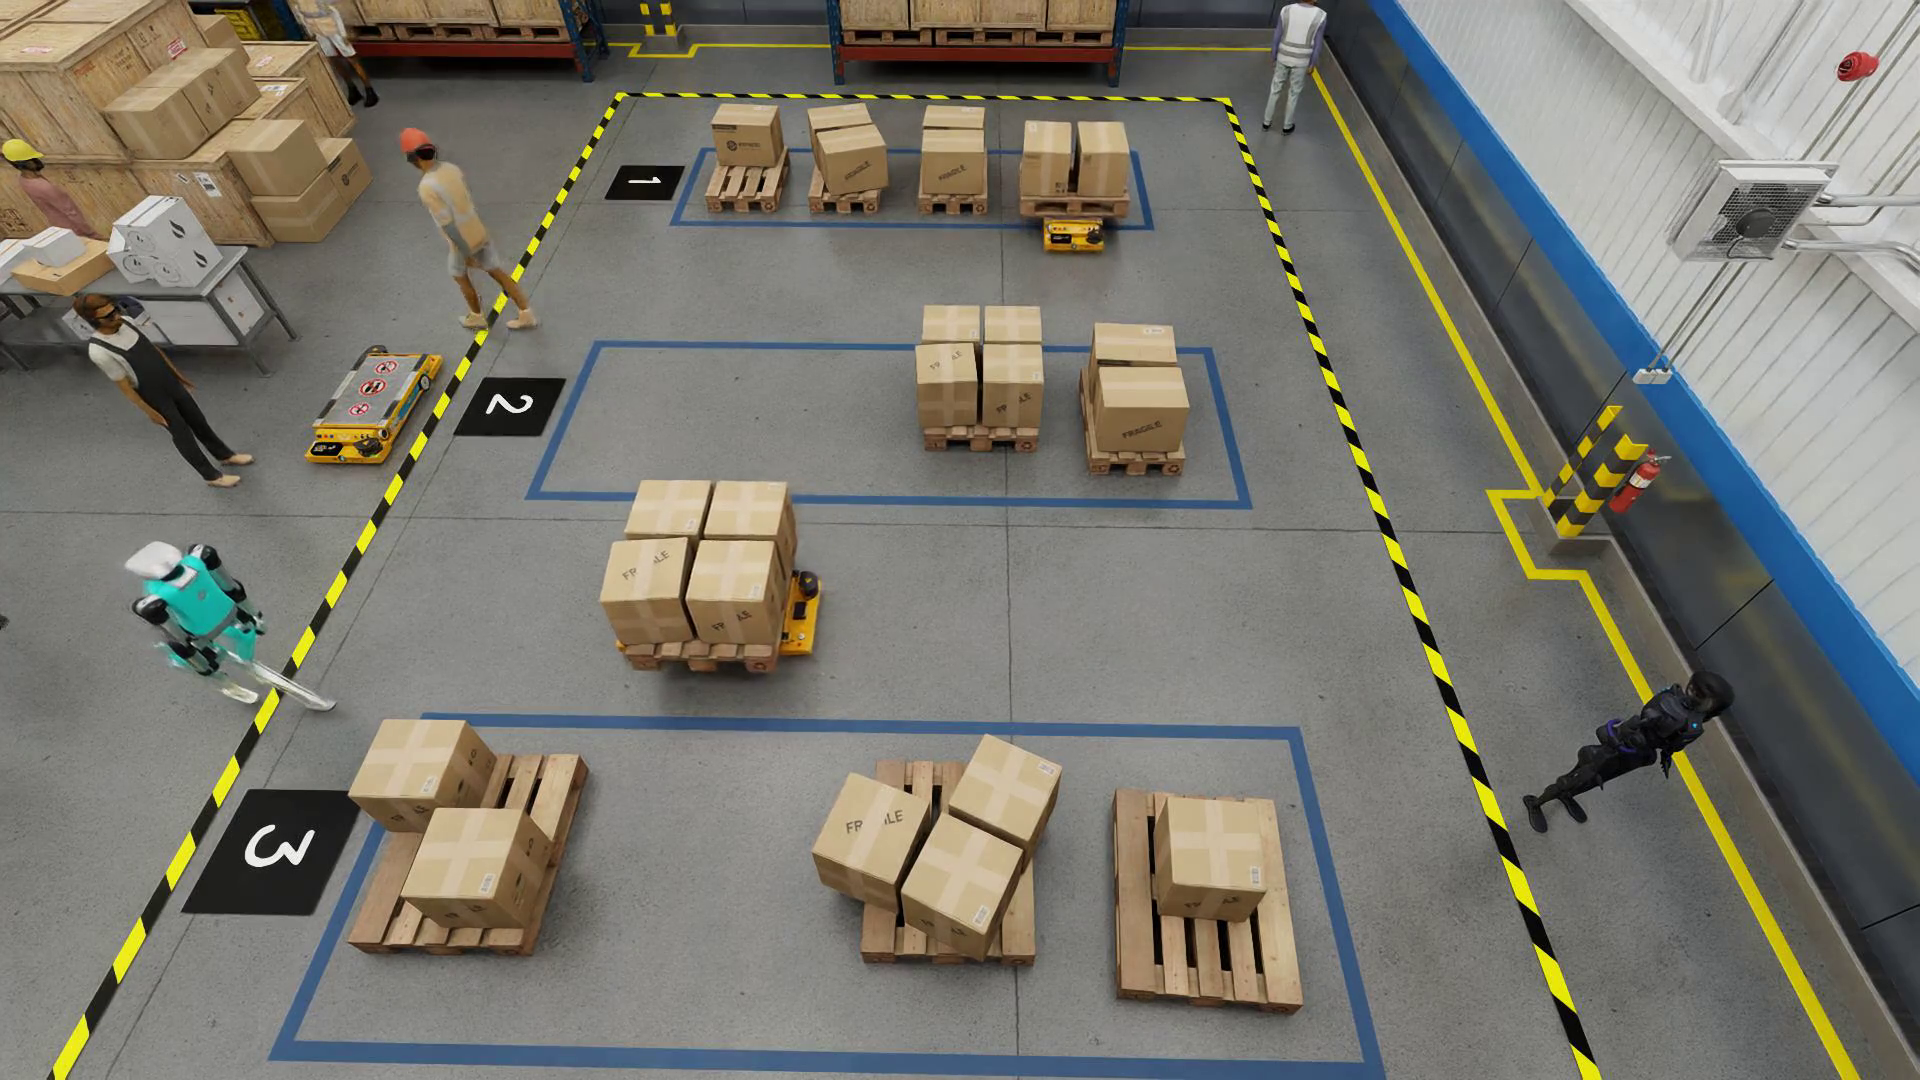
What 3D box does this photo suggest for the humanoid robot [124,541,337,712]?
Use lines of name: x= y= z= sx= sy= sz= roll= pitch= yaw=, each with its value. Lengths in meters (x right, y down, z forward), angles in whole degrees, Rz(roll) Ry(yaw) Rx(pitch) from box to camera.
humanoid robot: x=-4.886 y=0.607 z=5.913 sx=1.033 sy=1.743 sz=0.541 roll=9 pitch=50 yaw=8

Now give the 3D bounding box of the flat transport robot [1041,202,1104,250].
flat transport robot: x=1.279 y=-3.828 z=10.588 sx=0.652 sy=0.197 sz=1.431 roll=1 pitch=50 yaw=1

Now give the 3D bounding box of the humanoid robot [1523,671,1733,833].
humanoid robot: x=3.924 y=1.253 z=5.376 sx=0.599 sy=1.655 sz=0.315 roll=-7 pitch=50 yaw=-6

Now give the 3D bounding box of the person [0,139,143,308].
person: x=-8.602 y=-3.020 z=8.944 sx=0.523 sy=1.762 sz=0.326 roll=22 pitch=53 yaw=18

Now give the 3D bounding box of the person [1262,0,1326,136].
person: x=4.167 y=-6.011 z=11.433 sx=0.587 sy=1.825 sz=0.404 roll=24 pitch=54 yaw=19

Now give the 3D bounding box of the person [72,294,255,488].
person: x=-6.382 y=-1.172 z=7.333 sx=0.335 sy=1.838 sz=0.505 roll=-4 pitch=50 yaw=-3

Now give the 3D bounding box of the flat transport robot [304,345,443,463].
flat transport robot: x=-5.383 y=-1.269 z=8.441 sx=0.659 sy=0.231 sz=1.431 roll=1 pitch=50 yaw=1

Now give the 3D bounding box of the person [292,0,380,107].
person: x=-8.236 y=-6.602 z=11.875 sx=0.542 sy=1.925 sz=0.421 roll=4 pitch=50 yaw=3

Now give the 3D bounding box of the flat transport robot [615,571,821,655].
flat transport robot: x=-1.804 y=0.531 z=6.899 sx=1.431 sy=0.197 sz=0.652 roll=1 pitch=50 yaw=1

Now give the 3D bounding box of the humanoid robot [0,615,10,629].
humanoid robot: x=-7.442 y=0.205 z=6.279 sx=0.396 sy=1.643 sz=0.594 roll=29 pitch=56 yaw=22

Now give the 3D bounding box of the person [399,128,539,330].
person: x=-4.717 y=-2.870 z=8.673 sx=0.921 sy=1.979 sz=0.610 roll=8 pitch=50 yaw=6
